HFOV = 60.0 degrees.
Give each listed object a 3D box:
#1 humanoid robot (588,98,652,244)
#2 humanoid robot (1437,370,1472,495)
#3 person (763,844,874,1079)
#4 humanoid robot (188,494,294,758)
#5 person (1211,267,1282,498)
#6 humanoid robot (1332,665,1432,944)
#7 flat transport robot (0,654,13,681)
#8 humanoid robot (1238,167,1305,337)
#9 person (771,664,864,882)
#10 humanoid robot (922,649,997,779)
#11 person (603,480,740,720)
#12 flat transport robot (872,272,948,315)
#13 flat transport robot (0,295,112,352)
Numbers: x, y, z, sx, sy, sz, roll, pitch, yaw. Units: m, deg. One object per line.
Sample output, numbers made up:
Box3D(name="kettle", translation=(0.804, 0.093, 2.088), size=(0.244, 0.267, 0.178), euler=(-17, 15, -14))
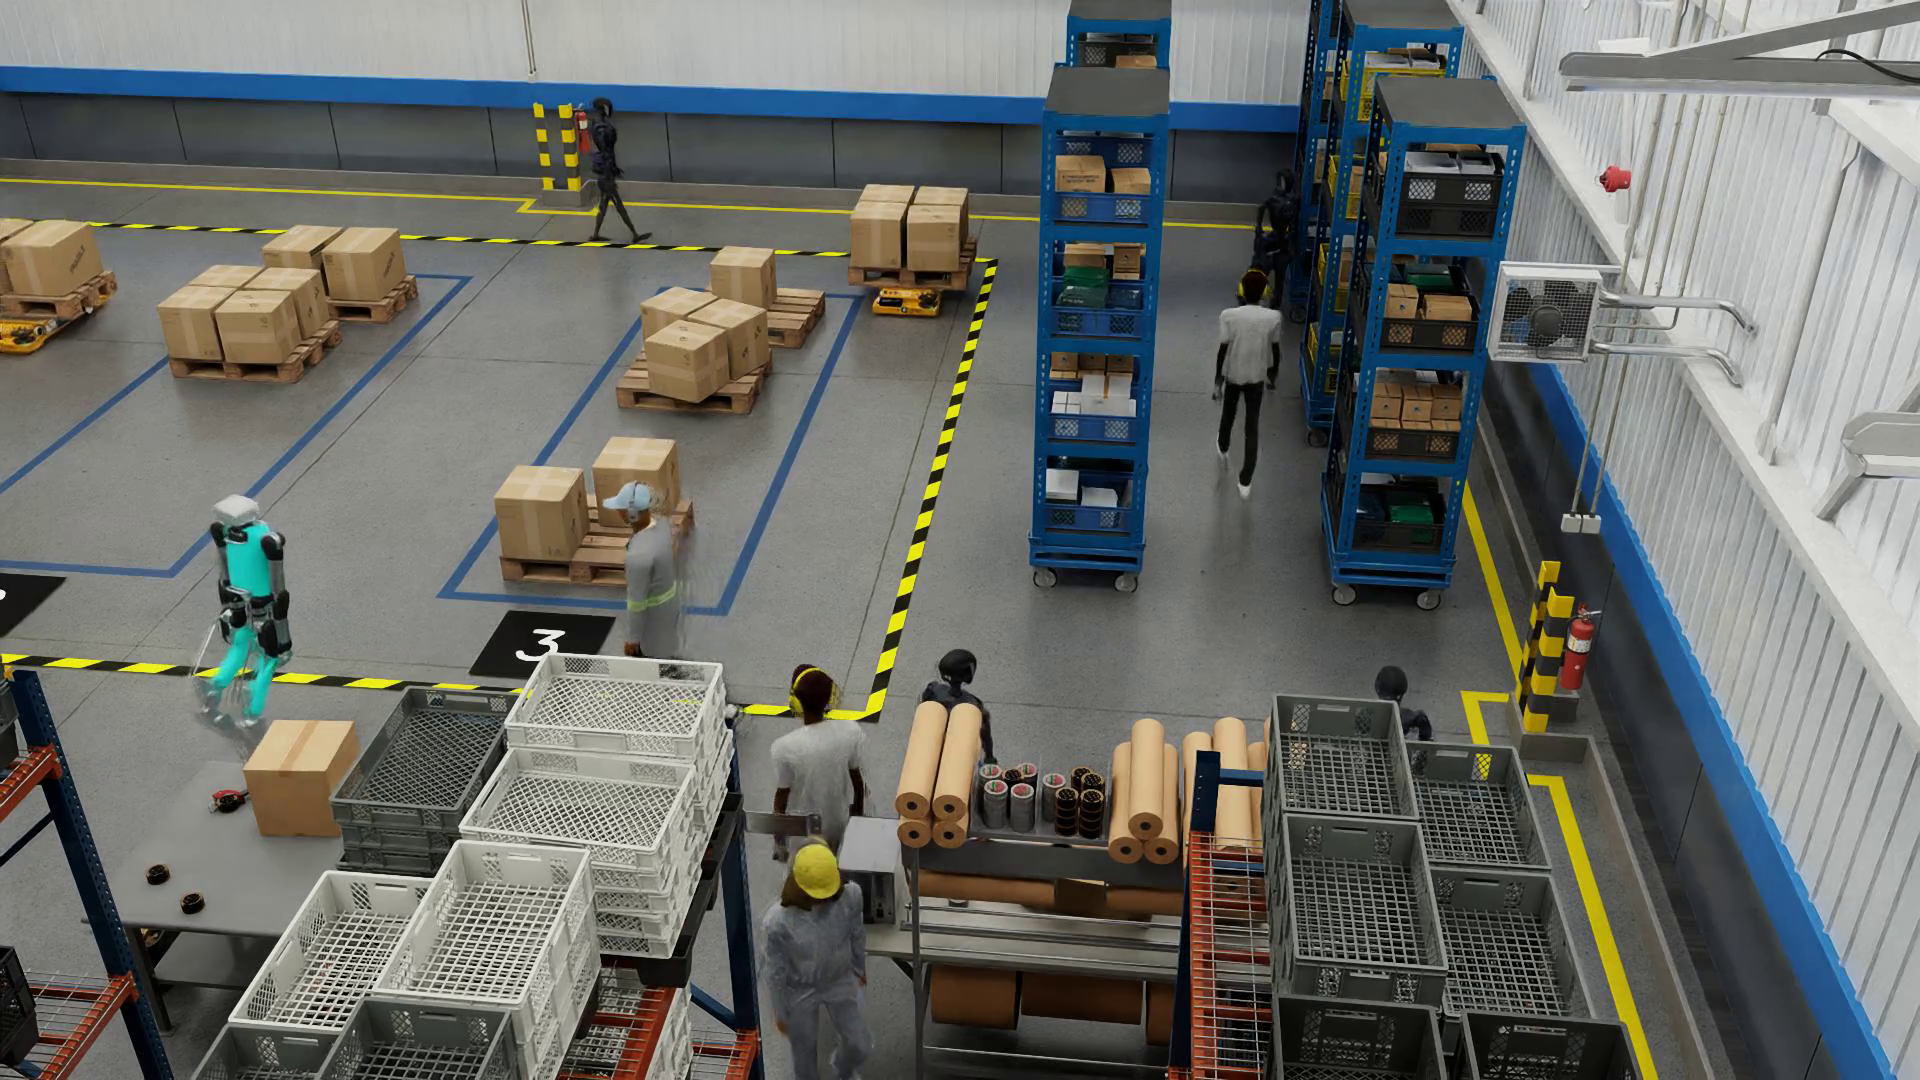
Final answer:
Box3D(name="humanoid robot", translation=(-3.809, -4.060, 18.278), size=(0.738, 1.630, 0.592), euler=(-3, 30, -4))
Box3D(name="humanoid robot", translation=(3.895, -1.110, 13.131), size=(0.562, 1.793, 0.810), euler=(-18, 35, -28))
Box3D(name="person", translation=(-0.649, 2.066, 7.674), size=(0.501, 1.727, 0.421), euler=(-13, 33, -21))
Box3D(name="humanoid robot", translation=(-4.391, 0.670, 10.087), size=(0.552, 1.793, 0.810), euler=(14, 33, 22))
Box3D(name="person", translation=(2.307, -1.327, 13.413), size=(0.555, 1.814, 0.982), euler=(1, 30, 3))
Box3D(name="humanoid robot", translation=(2.214, 1.413, 8.905), size=(0.591, 1.650, 0.742), euler=(-2, 30, -3))
Box3D(name="flat transport robot", translation=(-7.142, 0.969, 11.010), size=(1.431, 0.231, 0.659), euler=(3, 30, 6))
Box3D(name="humanoid robot", translation=(3.025, -2.830, 16.154), size=(0.599, 1.642, 0.550), euler=(-15, 33, -24))
Box3D(name="person", translation=(-0.706, 1.494, 8.540), size=(0.549, 1.843, 0.509), euler=(-19, 35, -29))
Box3D(name="humanoid robot", translation=(-0.029, 1.314, 9.007), size=(0.390, 1.648, 0.599), euler=(-26, 39, -37))
Box3D(name="person", translation=(-1.847, 0.455, 10.350), size=(0.832, 1.821, 0.589), euler=(-1, 30, -1))
Box3D(name="flat transport robot", translation=(-0.479, -2.705, 17.291), size=(0.652, 0.197, 1.431), euler=(3, 30, 6))
Box3D(name="flat transport robot", translation=(-9.135, -2.248, 16.508), size=(0.652, 0.197, 1.431), euler=(3, 30, 6))
